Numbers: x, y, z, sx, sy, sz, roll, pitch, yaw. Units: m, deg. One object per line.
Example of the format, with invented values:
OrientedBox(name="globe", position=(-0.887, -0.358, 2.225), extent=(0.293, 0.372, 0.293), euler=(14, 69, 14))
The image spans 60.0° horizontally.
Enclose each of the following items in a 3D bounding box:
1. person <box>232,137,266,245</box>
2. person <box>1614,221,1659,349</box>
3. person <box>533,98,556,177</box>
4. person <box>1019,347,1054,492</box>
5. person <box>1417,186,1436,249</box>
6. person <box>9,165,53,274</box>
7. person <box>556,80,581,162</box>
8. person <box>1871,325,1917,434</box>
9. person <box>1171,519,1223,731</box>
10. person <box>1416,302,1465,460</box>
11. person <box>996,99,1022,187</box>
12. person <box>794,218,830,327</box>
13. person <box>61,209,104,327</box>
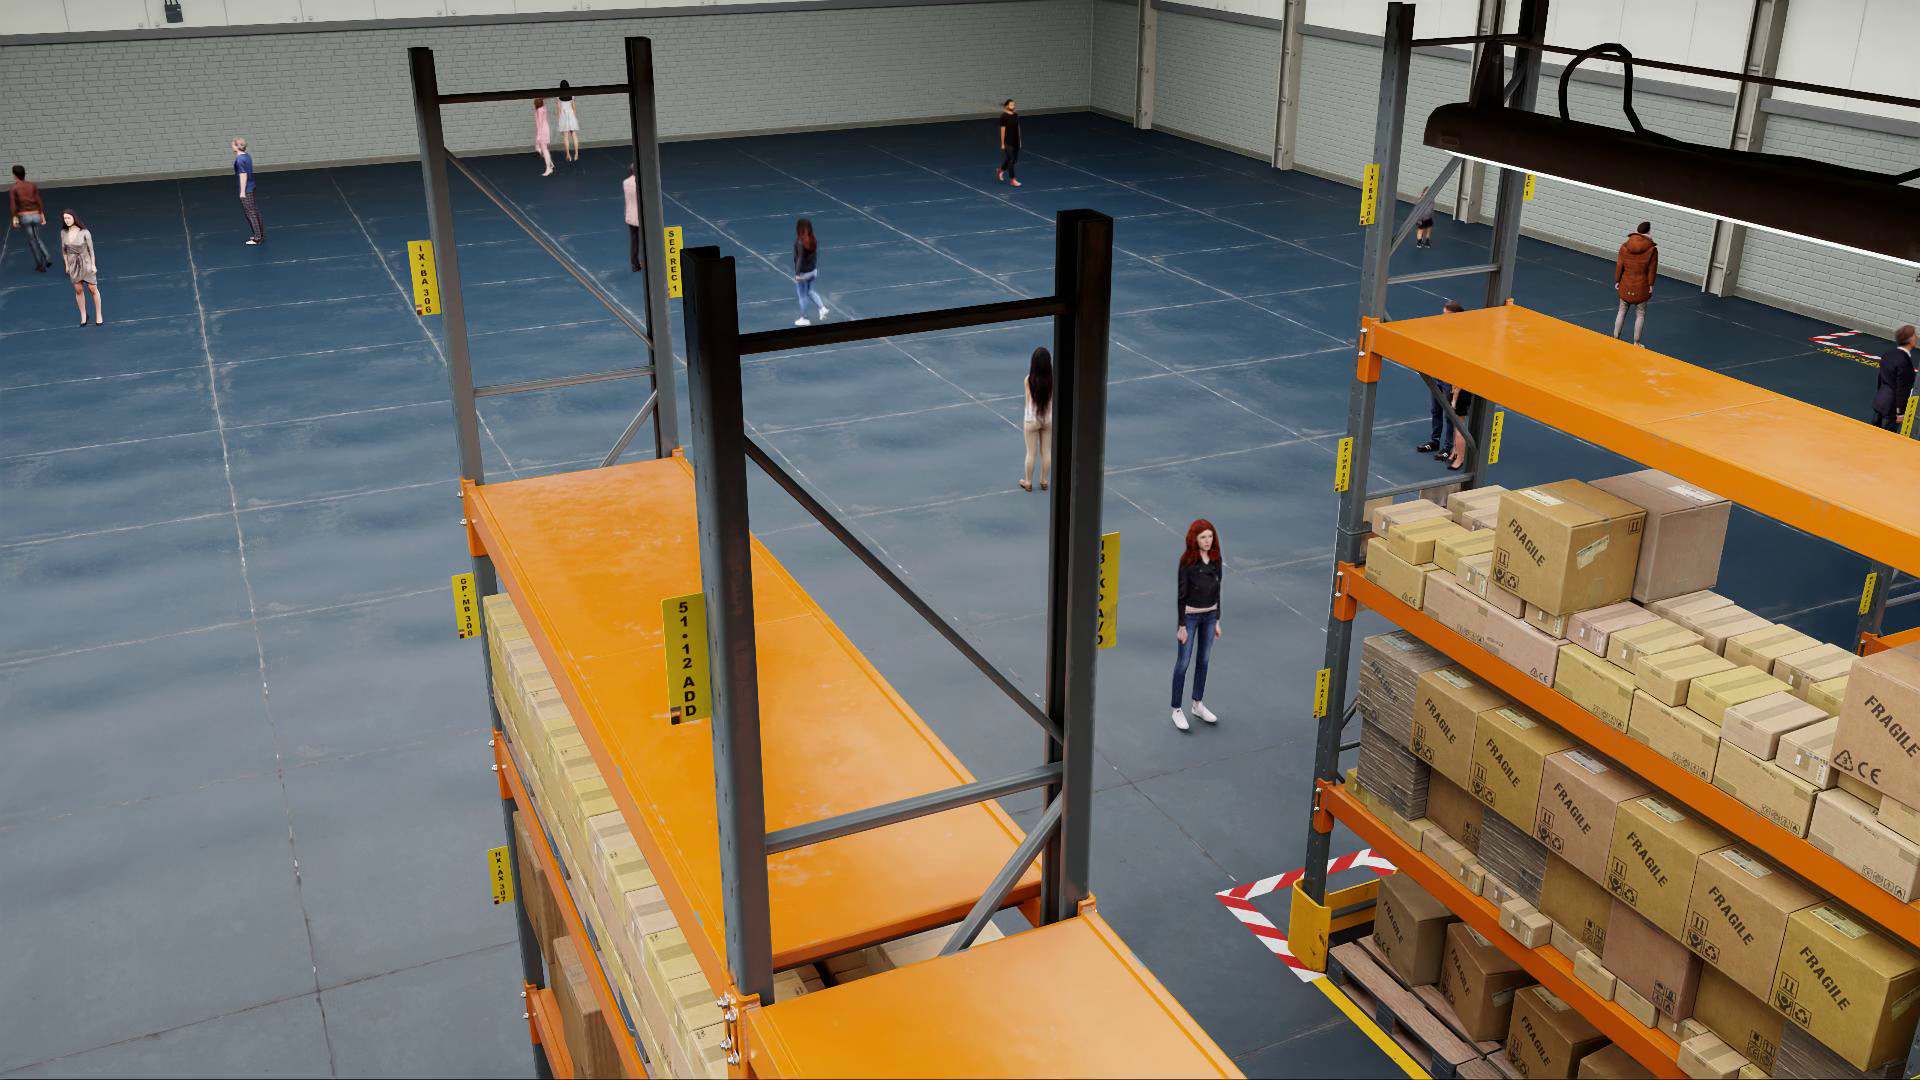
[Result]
OrientedBox(name="person", position=(-12.731, -6.244, 29.700), extent=(0.787, 1.871, 0.609), euler=(-2, 23, -5))
OrientedBox(name="person", position=(9.533, -3.583, 23.485), extent=(0.807, 1.837, 0.899), euler=(16, 28, 33))
OrientedBox(name="person", position=(-8.815, -8.665, 35.497), extent=(0.769, 1.790, 0.649), euler=(-4, 23, -8))
OrientedBox(name="person", position=(0.884, -1.326, 18.416), extent=(0.624, 1.651, 0.572), euler=(-10, 25, -23))
OrientedBox(name="person", position=(8.226, -5.730, 29.482), extent=(0.513, 1.096, 0.582), euler=(-7, 24, -17))
OrientedBox(name="person", position=(-15.433, -5.326, 27.670), extent=(0.813, 1.771, 0.779), euler=(14, 27, 30))
OrientedBox(name="person", position=(-8.781, -9.391, 37.226), extent=(0.645, 1.774, 0.630), euler=(-10, 25, -21))
OrientedBox(name="person", position=(10.470, -1.543, 18.716), extent=(0.830, 1.814, 0.706), euler=(2, 23, 4))
OrientedBox(name="person", position=(1.931, 0.670, 13.547), extent=(0.565, 1.787, 0.538), euler=(-11, 25, -24))
OrientedBox(name="person", position=(5.694, -1.887, 19.461), extent=(0.693, 1.864, 0.448), euler=(-10, 25, -23))
OrientedBox(name="person", position=(1.014, -8.300, 34.700), extent=(1.116, 1.741, 0.886), euler=(20, 30, 39))
OrientedBox(name="person", position=(-2.210, -3.944, 24.608), extent=(0.930, 1.623, 0.856), euler=(13, 26, 27))
OrientedBox(name="person", position=(-13.058, -4.054, 24.709), extent=(0.647, 1.747, 0.613), euler=(-3, 23, -6))
